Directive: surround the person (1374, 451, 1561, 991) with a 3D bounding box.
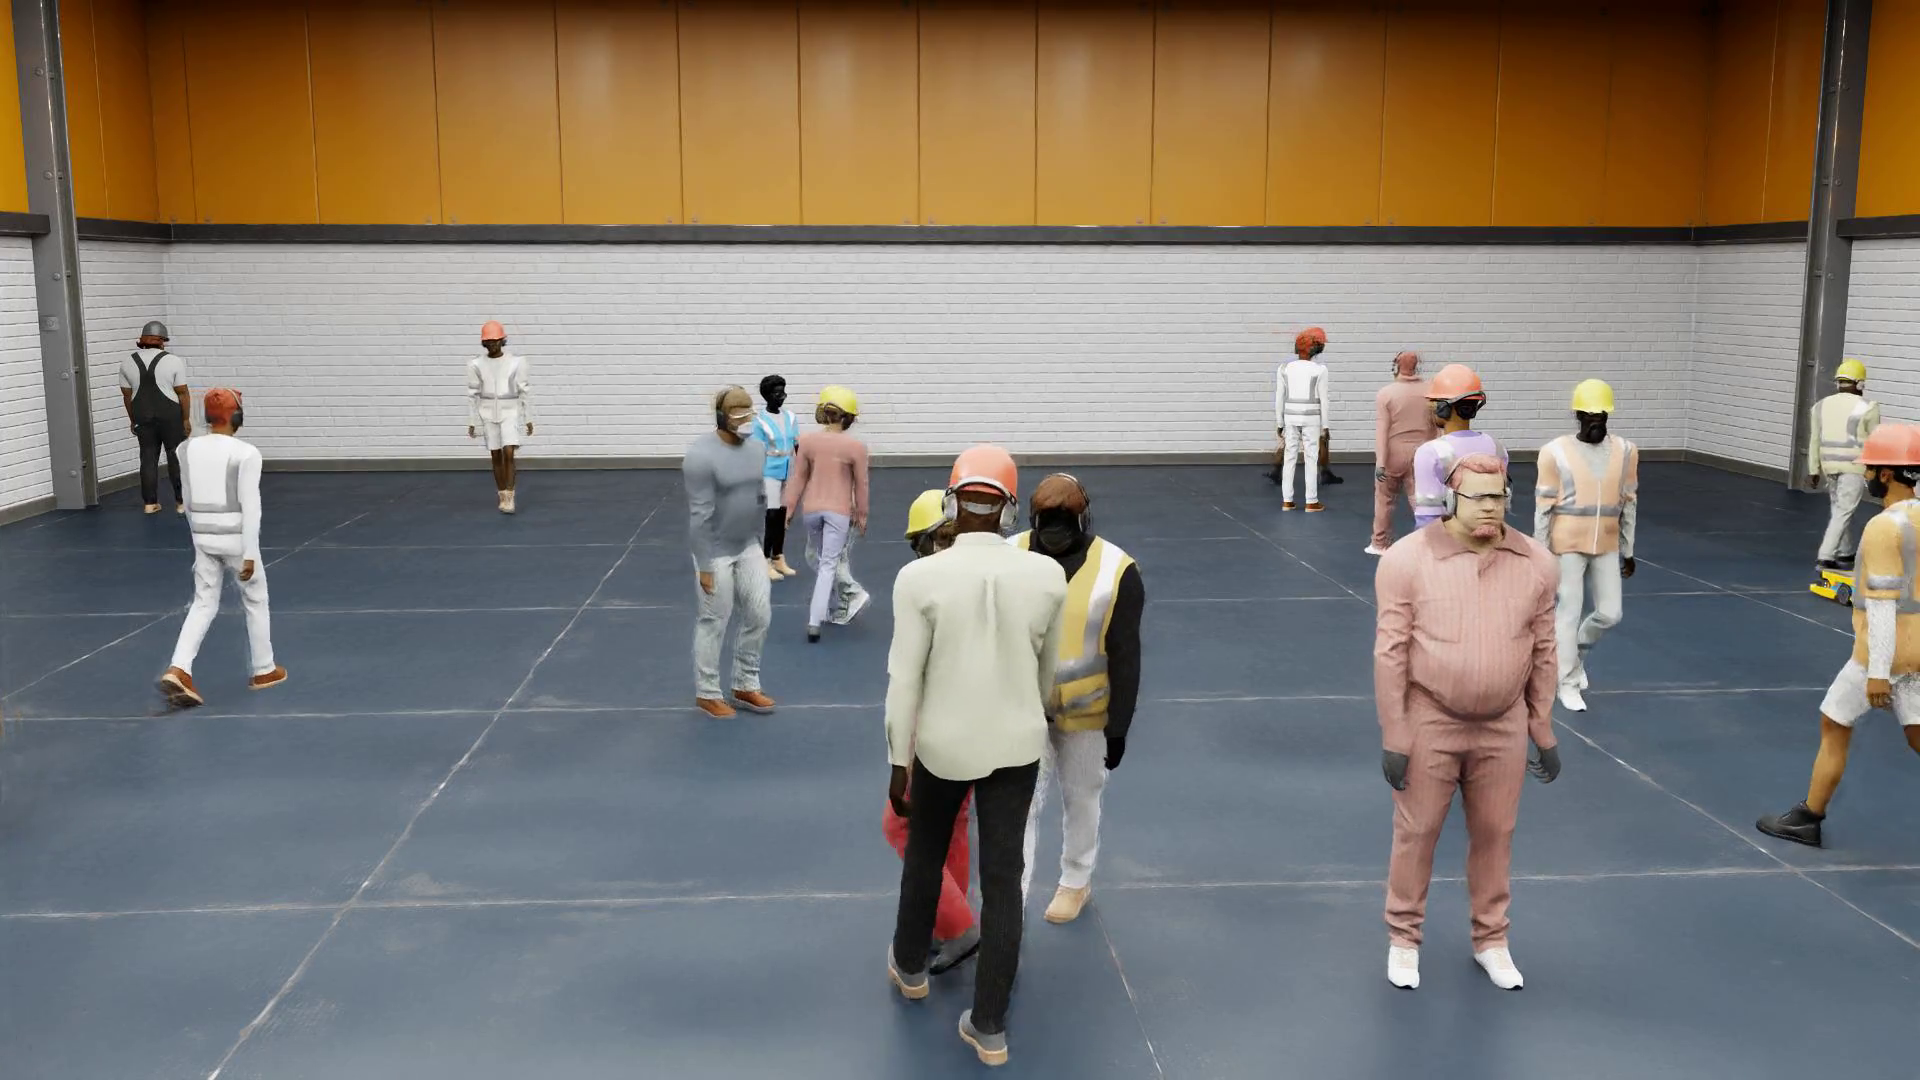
[{"bbox_3d":[1.776,0.635,5.814,0.668,1.904,0.402,0,9,-2],"label":"person"}]

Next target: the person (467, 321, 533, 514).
[{"bbox_3d":[-4.831,-1.268,17.375,0.650,2.016,0.804,-1,9,-5],"label":"person"}]

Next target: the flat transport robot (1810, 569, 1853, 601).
[{"bbox_3d":[7.036,0.414,12.299,0.652,0.197,1.431,-1,9,-7],"label":"flat transport robot"}]

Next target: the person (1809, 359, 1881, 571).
[{"bbox_3d":[7.516,-0.626,14.068,0.805,1.798,0.591,-4,10,-23],"label":"person"}]

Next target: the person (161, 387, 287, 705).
[{"bbox_3d":[-4.367,0.032,9.780,0.574,1.855,0.871,2,9,11],"label":"person"}]

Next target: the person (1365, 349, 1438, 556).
[{"bbox_3d":[3.894,-0.728,14.504,0.649,1.869,0.981,-2,9,-12],"label":"person"}]

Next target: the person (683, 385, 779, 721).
[{"bbox_3d":[-1.306,0.085,9.273,0.534,1.905,0.652,7,11,37],"label":"person"}]

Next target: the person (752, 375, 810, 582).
[{"bbox_3d":[-1.508,-0.519,13.710,0.373,1.691,0.557,7,11,36],"label":"person"}]

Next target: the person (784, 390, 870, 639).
[{"bbox_3d":[-0.923,-0.186,11.588,0.591,1.701,0.894,3,10,19],"label":"person"}]

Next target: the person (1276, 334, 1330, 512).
[{"bbox_3d":[3.630,-1.233,17.597,0.584,1.881,0.349,5,10,30],"label":"person"}]

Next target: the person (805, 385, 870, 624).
[{"bbox_3d":[-0.851,-0.227,11.759,0.469,1.729,0.505,6,11,32],"label":"person"}]

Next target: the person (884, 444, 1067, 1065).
[{"bbox_3d":[0.022,0.655,5.530,0.616,1.944,0.937,-2,9,-13],"label":"person"}]

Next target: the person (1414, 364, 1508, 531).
[{"bbox_3d":[2.534,0.114,8.635,0.608,2.044,0.378,-6,11,-34],"label":"person"}]

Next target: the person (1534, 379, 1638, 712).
[{"bbox_3d":[3.597,0.023,9.607,0.602,1.913,0.495,-1,9,-4],"label":"person"}]

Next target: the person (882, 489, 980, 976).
[{"bbox_3d":[-0.059,0.692,5.939,0.380,1.746,0.532,7,11,37],"label":"person"}]

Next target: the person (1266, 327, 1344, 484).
[{"bbox_3d":[4.109,-1.591,19.800,0.962,1.903,0.555,-3,9,-16],"label":"person"}]

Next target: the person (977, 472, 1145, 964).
[{"bbox_3d":[0.340,0.643,6.114,0.637,1.782,0.989,2,9,15],"label":"person"}]

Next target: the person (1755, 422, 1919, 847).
[{"bbox_3d":[3.969,0.453,6.998,0.563,1.895,0.992,-6,11,-34],"label":"person"}]

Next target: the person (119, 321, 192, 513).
[{"bbox_3d":[-8.411,-1.300,17.521,0.676,2.000,0.536,0,9,-2],"label":"person"}]
